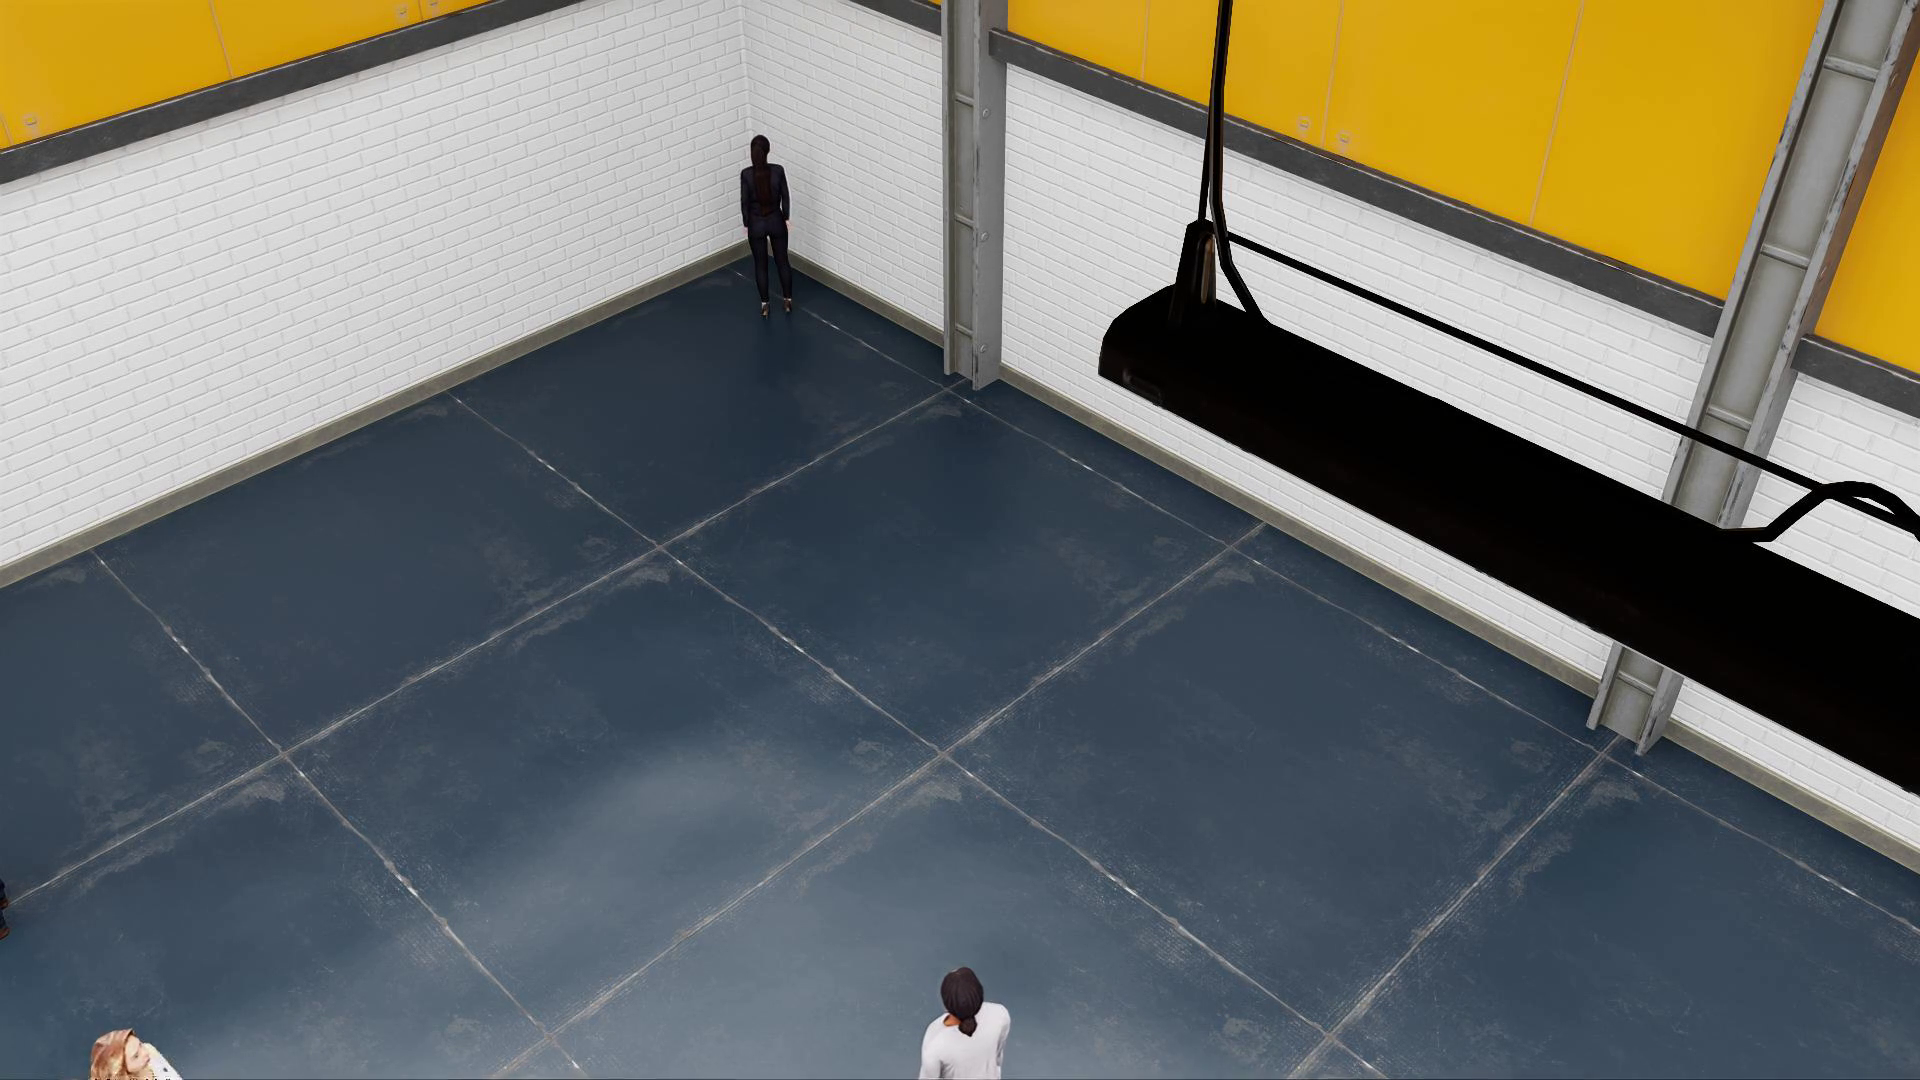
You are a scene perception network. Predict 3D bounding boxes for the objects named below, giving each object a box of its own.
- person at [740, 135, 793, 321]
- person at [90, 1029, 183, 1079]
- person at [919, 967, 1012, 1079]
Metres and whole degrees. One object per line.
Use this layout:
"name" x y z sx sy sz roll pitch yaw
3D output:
"person" -1.673 -2.718 14.447 0.640 1.711 0.649 -8 39 -10
"person" -3.673 2.792 7.562 1.080 1.694 1.149 -8 39 -10
"person" 0.020 2.588 7.783 0.672 1.737 0.618 -21 43 -25
